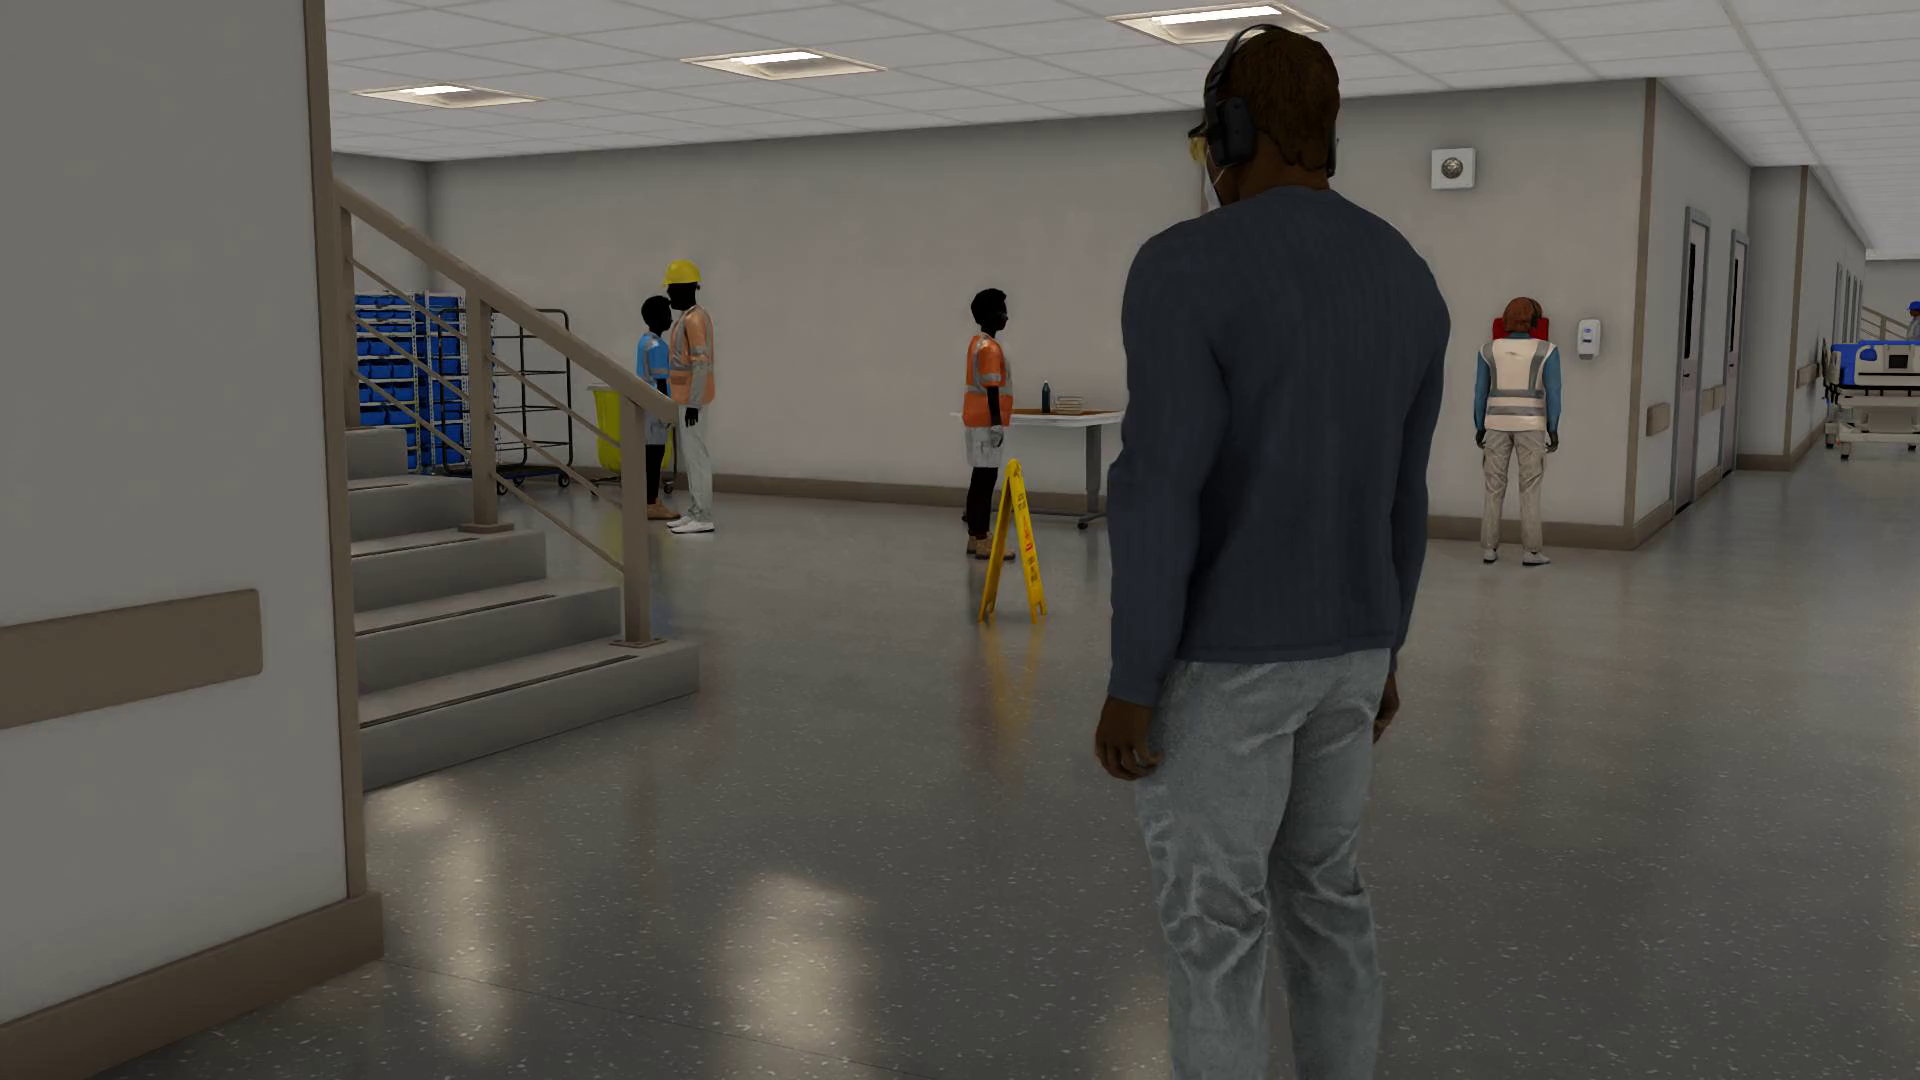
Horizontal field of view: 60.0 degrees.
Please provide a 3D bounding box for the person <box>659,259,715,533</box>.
[{"bbox_3d":[-1.920,-1.009,11.752,0.373,1.924,0.594,-2,8,-14],"label":"person"}]

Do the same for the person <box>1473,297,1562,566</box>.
[{"bbox_3d":[3.402,-0.661,10.175,0.523,1.638,0.310,5,9,34],"label":"person"}]

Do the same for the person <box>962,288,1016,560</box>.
[{"bbox_3d":[0.180,-0.725,10.444,0.315,1.696,0.541,-1,8,-10],"label":"person"}]

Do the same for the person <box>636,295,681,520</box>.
[{"bbox_3d":[-2.286,-0.989,12.519,0.319,1.690,0.535,-3,8,-22],"label":"person"}]

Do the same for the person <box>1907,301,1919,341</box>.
[{"bbox_3d":[19.521,-3.902,33.982,0.408,1.943,0.612,1,7,9],"label":"person"}]

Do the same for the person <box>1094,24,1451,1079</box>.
[{"bbox_3d":[0.479,0.187,2.579,0.636,1.927,0.386,-6,9,-37],"label":"person"}]
